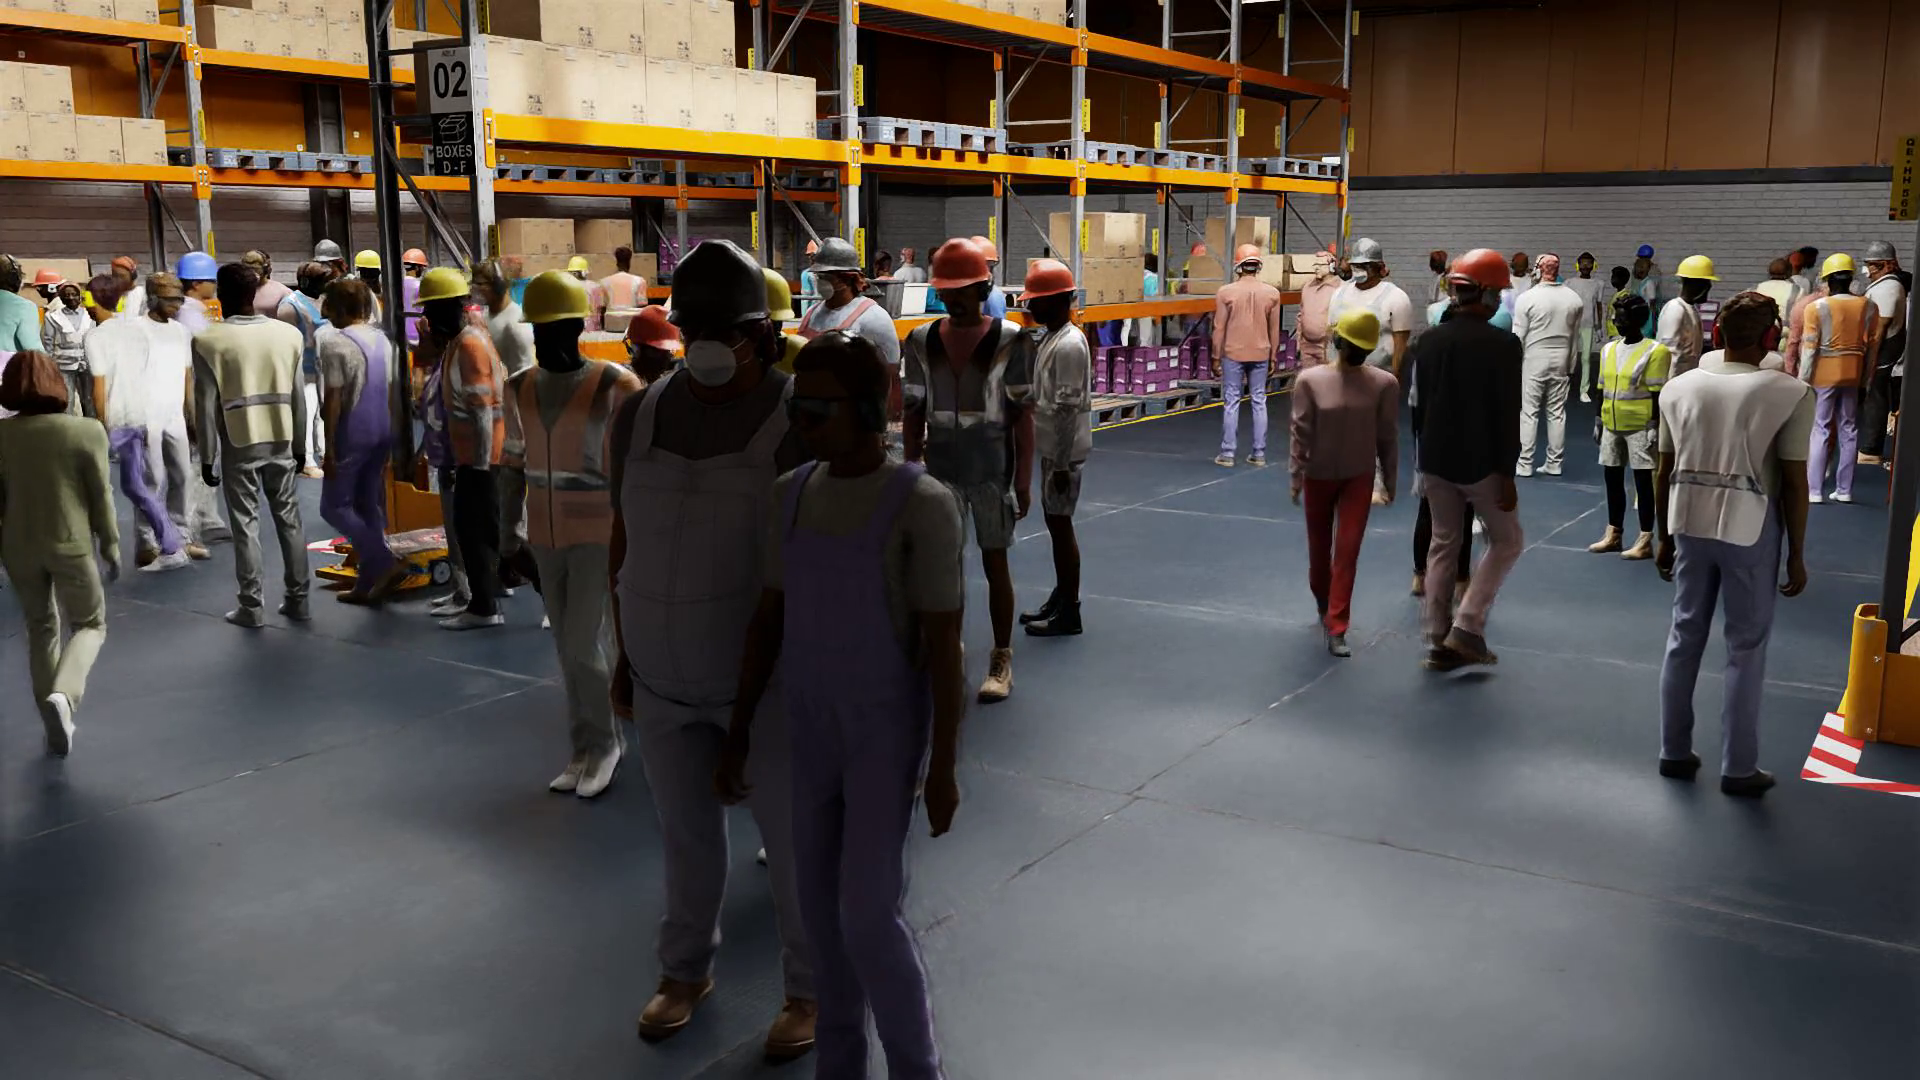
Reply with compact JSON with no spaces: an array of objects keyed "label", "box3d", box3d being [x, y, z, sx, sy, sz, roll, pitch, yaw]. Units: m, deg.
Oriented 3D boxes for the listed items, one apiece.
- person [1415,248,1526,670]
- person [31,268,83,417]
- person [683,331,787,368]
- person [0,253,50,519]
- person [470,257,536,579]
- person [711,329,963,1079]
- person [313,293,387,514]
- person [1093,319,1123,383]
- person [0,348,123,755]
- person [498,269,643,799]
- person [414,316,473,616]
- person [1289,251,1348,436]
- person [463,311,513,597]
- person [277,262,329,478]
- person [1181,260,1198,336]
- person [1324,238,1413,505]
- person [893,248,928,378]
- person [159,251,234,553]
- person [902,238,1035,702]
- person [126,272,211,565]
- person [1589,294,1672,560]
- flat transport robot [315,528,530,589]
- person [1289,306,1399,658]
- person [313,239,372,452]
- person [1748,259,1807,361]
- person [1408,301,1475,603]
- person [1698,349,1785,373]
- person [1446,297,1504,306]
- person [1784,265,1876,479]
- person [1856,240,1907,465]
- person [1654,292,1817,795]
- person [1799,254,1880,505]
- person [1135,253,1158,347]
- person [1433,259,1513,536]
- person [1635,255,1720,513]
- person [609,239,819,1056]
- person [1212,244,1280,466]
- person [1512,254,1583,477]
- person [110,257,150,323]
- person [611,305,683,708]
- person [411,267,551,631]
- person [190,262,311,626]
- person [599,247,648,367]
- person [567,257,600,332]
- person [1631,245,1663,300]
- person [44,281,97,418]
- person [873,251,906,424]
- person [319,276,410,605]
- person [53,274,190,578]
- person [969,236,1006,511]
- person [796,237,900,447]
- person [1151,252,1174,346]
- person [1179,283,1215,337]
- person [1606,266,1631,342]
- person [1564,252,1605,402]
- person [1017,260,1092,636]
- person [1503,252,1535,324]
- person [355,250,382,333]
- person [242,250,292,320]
[{"label":"person","box3d":[2.372,-0.359,7.763,0.439,1.979,0.639,-7,12,-34]},{"label":"person","box3d":[-8.819,-1.773,16.253,0.343,1.749,0.571,-7,13,-36]},{"label":"person","box3d":[-1.024,-0.307,7.743,0.649,1.897,0.399,-8,13,-39]},{"label":"person","box3d":[-6.838,-1.090,11.987,0.632,1.932,0.366,4,11,19]},{"label":"person","box3d":[-2.675,-0.708,9.867,0.492,1.922,0.644,-8,13,-37]},{"label":"person","box3d":[-0.262,0.460,3.651,0.532,1.831,0.454,8,13,39]},{"label":"person","box3d":[-4.491,-1.029,12.201,0.484,1.736,0.361,-10,14,-44]},{"label":"person","box3d":[2.068,-3.230,23.528,0.536,2.000,0.684,4,11,23]},{"label":"person","box3d":[-3.559,0.061,6.467,0.498,1.608,0.619,-2,10,-11]},{"label":"person","box3d":[-1.432,-0.005,5.997,0.612,1.912,0.500,5,11,25]},{"label":"person","box3d":[-2.773,-0.413,9.056,0.323,1.631,0.524,-4,11,-21]},{"label":"person","box3d":[3.683,-1.981,16.978,0.410,1.909,0.642,-9,14,-42]},{"label":"person","box3d":[-2.693,-0.457,9.300,0.319,1.630,0.521,4,11,22]},{"label":"person","box3d":[-5.517,-1.452,14.247,0.429,1.838,0.625,4,11,19]},{"label":"person","box3d":[3.421,-3.291,24.723,0.318,1.737,0.484,-2,10,-12]},{"label":"person","box3d":[3.073,-1.291,12.783,0.682,2.000,0.538,8,13,38]},{"label":"person","box3d":[-0.774,-3.331,24.459,0.405,1.906,0.652,9,14,41]},{"label":"person","box3d":[-5.020,-0.899,10.879,0.541,1.949,0.760,-6,12,-29]},{"label":"person","box3d":[0.021,-0.297,7.322,0.612,2.030,0.410,4,11,19]},{"label":"person","box3d":[-4.972,-0.752,10.391,0.414,1.823,0.534,3,11,19]},{"label":"person","box3d":[4.273,-0.725,10.636,0.320,1.686,0.538,-5,11,-27]},{"label":"flat transport robot","box3d":[-3.125,0.066,10.169,0.652,0.197,1.431,7,12,33]},{"label":"person","box3d":[1.926,-0.330,8.389,0.541,1.704,0.877,2,10,11]},{"label":"person","box3d":[-5.980,-1.849,15.874,0.681,2.000,0.535,2,10,10]},{"label":"person","box3d":[8.765,-2.100,17.891,0.650,1.809,0.861,8,13,36]},{"label":"person","box3d":[2.765,-0.499,9.345,0.318,1.695,0.539,-9,13,-40]},{"label":"person","box3d":[4.709,-0.600,10.083,0.507,1.631,0.266,8,13,38]},{"label":"person","box3d":[4.457,-1.514,14.555,0.389,1.847,0.563,-9,14,-42]},{"label":"person","box3d":[7.218,-1.378,13.831,0.665,1.847,1.031,4,11,23]},{"label":"person","box3d":[8.281,-1.715,15.134,0.536,2.000,0.683,5,12,27]},{"label":"person","box3d":[2.812,0.015,6.119,0.396,1.836,0.561,-8,13,-38]},{"label":"person","box3d":[6.690,-1.224,12.758,0.585,1.917,0.382,-1,10,-5]},{"label":"person","box3d":[2.659,-3.191,23.883,0.464,1.847,0.793,-2,10,-10]},{"label":"person","box3d":[3.473,-0.987,11.507,0.399,1.900,0.645,-7,12,-34]},{"label":"person","box3d":[5.361,-1.150,12.380,0.427,1.913,0.601,8,13,36]},{"label":"person","box3d":[-0.590,0.272,4.121,0.684,2.000,0.535,4,11,19]},{"label":"person","box3d":[2.563,-1.652,14.950,0.614,1.987,0.408,-2,10,-9]},{"label":"person","box3d":[4.972,-1.483,14.244,0.644,1.901,0.399,-3,11,-15]},{"label":"person","box3d":[-8.122,-1.827,16.266,0.609,1.852,0.670,-2,10,-10]},{"label":"person","box3d":[-1.326,-0.138,7.205,0.339,1.746,0.562,4,11,19]},{"label":"person","box3d":[-2.422,-0.460,8.608,0.705,1.893,0.613,-5,11,-26]},{"label":"person","box3d":[-3.701,-0.493,8.734,0.400,1.914,0.591,9,14,42]},{"label":"person","box3d":[-4.189,-2.688,20.842,0.625,1.916,0.981,-1,10,-3]},{"label":"person","box3d":[-4.847,-2.657,21.012,0.605,1.793,0.835,6,12,28]},{"label":"person","box3d":[10.511,-3.557,25.598,0.617,1.946,0.393,-5,12,-27]},{"label":"person","box3d":[-8.287,-1.602,15.618,0.522,1.638,0.310,-8,13,-36]},{"label":"person","box3d":[-0.791,-2.099,17.636,0.599,1.909,0.402,-9,13,-40]},{"label":"person","box3d":[-3.275,-0.521,9.113,0.447,1.827,0.530,4,11,20]},{"label":"person","box3d":[-5.122,-0.677,10.008,0.692,1.834,0.502,1,10,8]},{"label":"person","box3d":[0.138,-1.243,12.500,0.369,2.044,0.615,-3,11,-18]},{"label":"person","box3d":[-0.700,-0.662,9.297,0.682,2.000,0.537,8,13,38]},{"label":"person","box3d":[3.082,-3.492,25.461,0.420,1.865,0.677,4,11,21]},{"label":"person","box3d":[3.439,-3.200,24.216,0.533,1.730,0.815,3,11,16]},{"label":"person","box3d":[8.287,-2.589,20.918,0.320,1.698,0.538,2,10,10]},{"label":"person","box3d":[7.768,-2.652,20.793,0.519,1.874,0.326,3,11,15]},{"label":"person","box3d":[0.478,-0.463,8.525,0.389,1.925,0.550,-1,10,-3]},{"label":"person","box3d":[7.452,-2.892,22.163,0.609,1.852,0.814,1,10,6]},{"label":"person","box3d":[-5.971,-1.960,16.833,0.394,1.921,0.583,-4,11,-20]},{"label":"person","box3d":[-6.296,-1.639,15.013,0.628,1.935,0.373,-1,10,-3]}]
